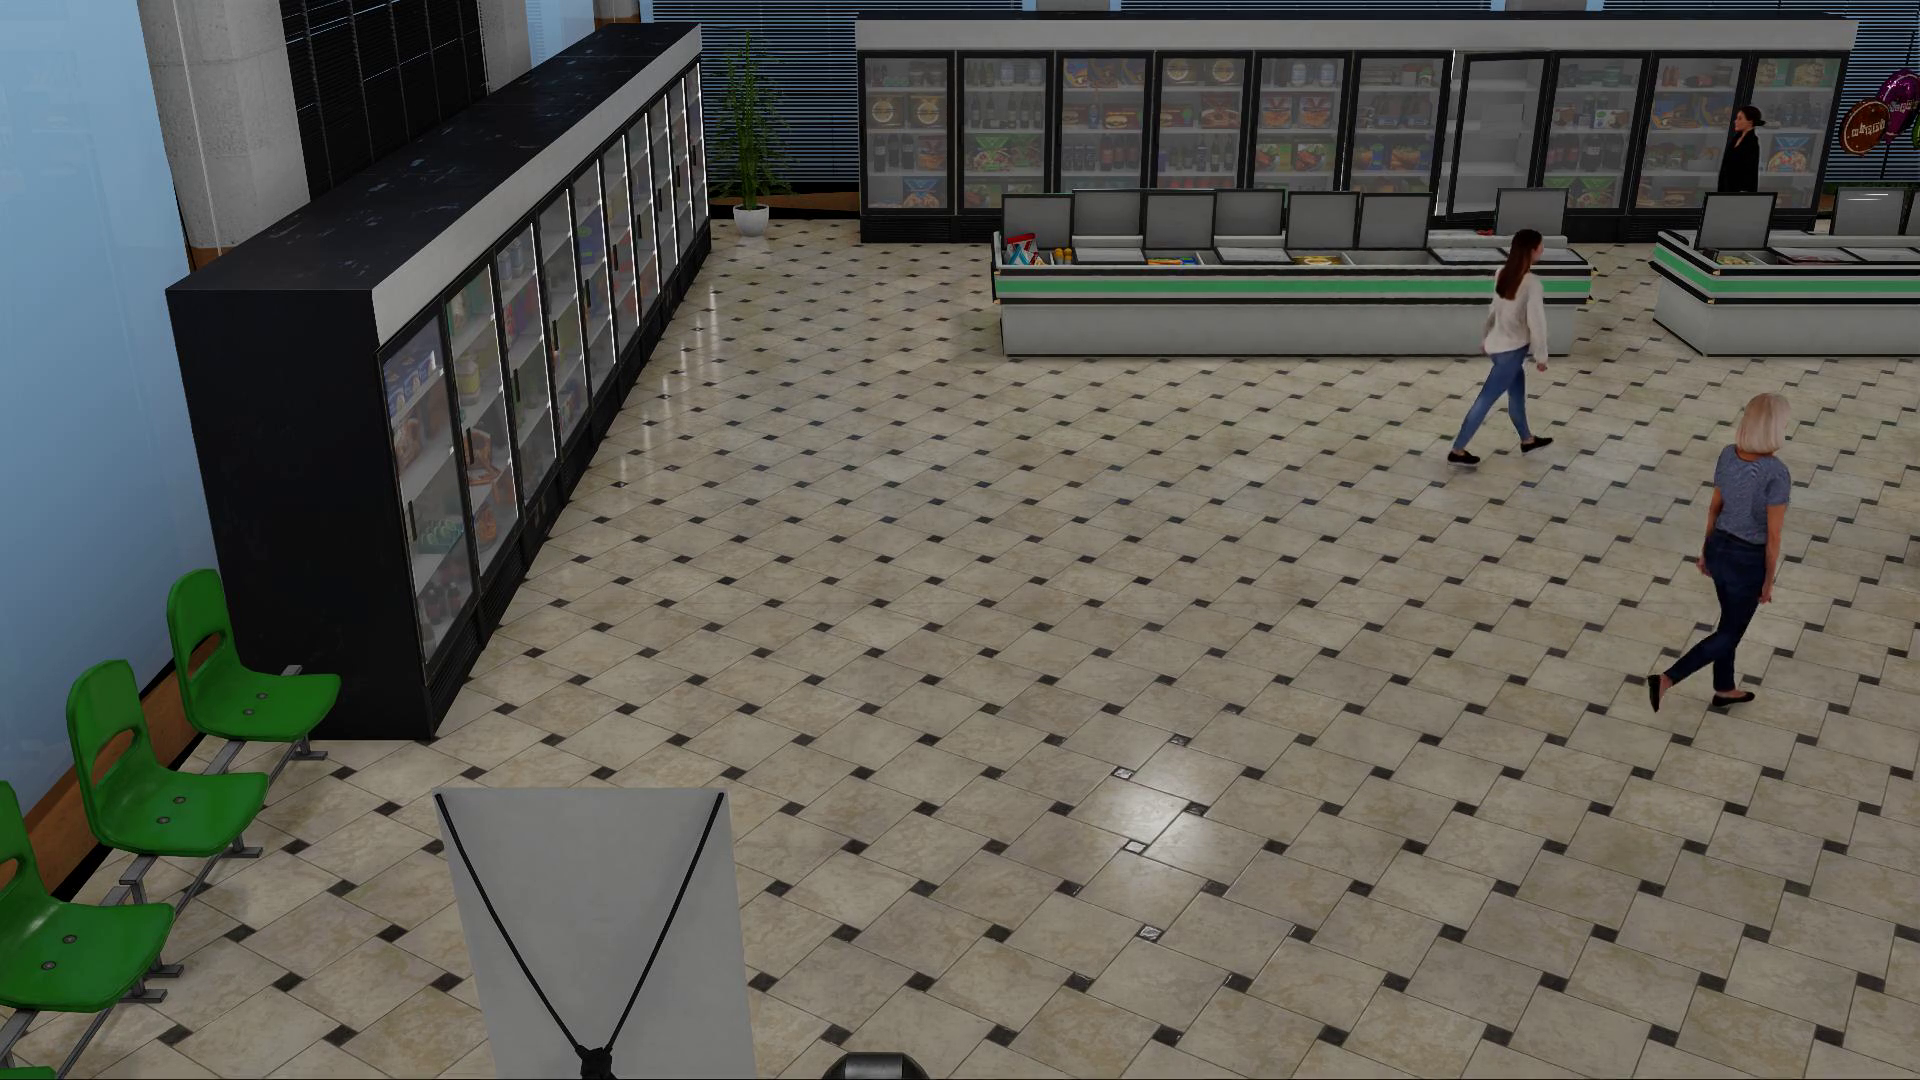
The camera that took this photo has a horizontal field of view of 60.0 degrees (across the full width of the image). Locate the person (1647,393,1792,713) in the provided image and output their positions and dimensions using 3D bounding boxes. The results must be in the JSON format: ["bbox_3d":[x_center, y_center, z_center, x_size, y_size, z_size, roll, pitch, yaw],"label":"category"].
[{"bbox_3d":[3.750,0.120,8.172,1.064,1.699,0.788,-8,25,-18],"label":"person"}]

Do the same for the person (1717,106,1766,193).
[{"bbox_3d":[7.445,-3.282,15.922,0.546,1.718,0.630,0,24,0],"label":"person"}]

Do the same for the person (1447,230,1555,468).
[{"bbox_3d":[3.683,-1.257,11.389,1.181,1.642,0.848,-6,24,-13],"label":"person"}]
